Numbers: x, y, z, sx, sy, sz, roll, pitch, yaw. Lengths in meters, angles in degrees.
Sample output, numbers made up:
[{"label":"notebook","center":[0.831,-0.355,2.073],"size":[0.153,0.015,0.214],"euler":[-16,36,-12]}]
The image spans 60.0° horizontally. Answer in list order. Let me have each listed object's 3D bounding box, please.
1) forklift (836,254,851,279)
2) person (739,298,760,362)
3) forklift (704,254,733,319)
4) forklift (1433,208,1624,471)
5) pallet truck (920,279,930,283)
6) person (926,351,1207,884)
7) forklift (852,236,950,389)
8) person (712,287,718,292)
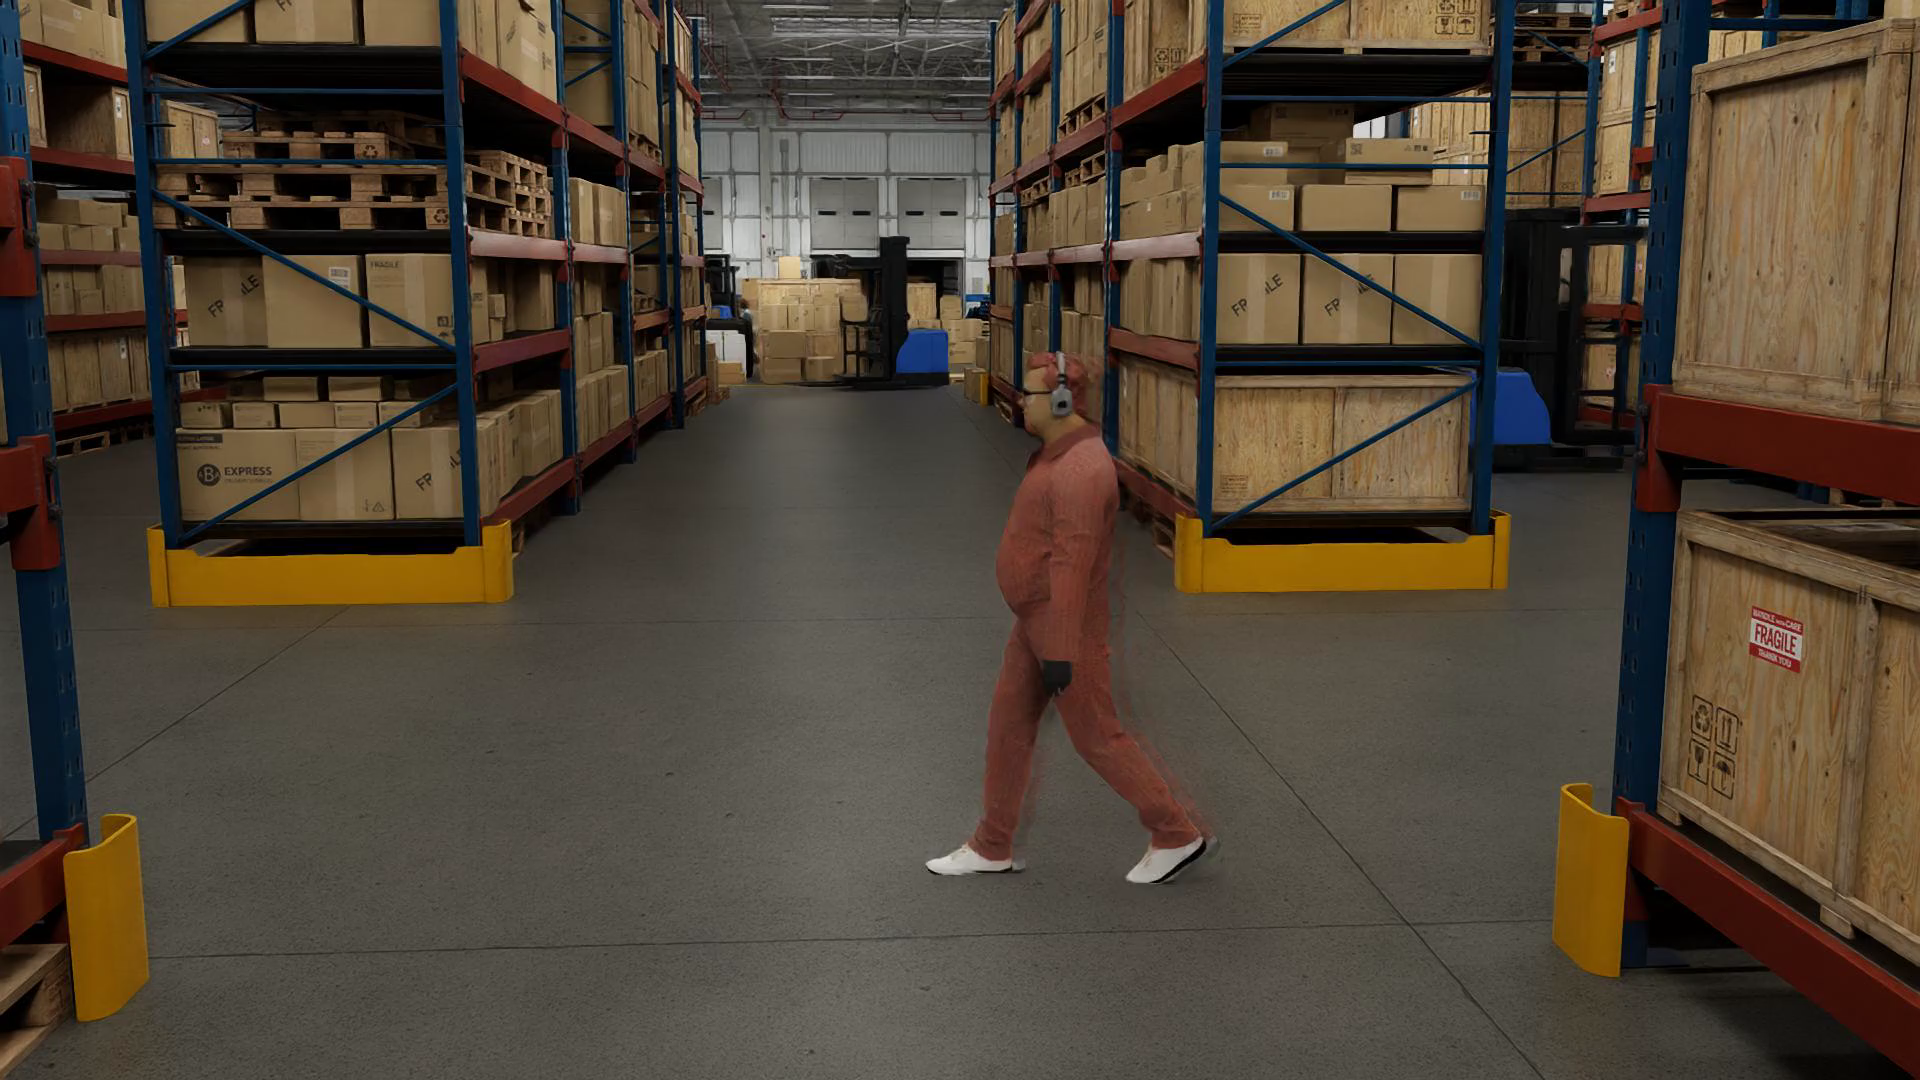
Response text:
[{"label":"forklift","center":[-3.979,-8.299,56.443],"size":[1.873,2.768,1.129],"euler":[0,9,3]},{"label":"person","center":[-4.700,-4.567,36.973],"size":[0.668,1.620,0.523],"euler":[-2,9,-15]},{"label":"forklift","center":[-8.207,-8.253,56.154],"size":[1.129,2.768,1.873],"euler":[1,9,9]},{"label":"forklift","center":[6.153,-2.197,18.124],"size":[1.873,2.768,1.129],"euler":[-1,9,-4]},{"label":"pallet truck","center":[-0.932,-8.922,63.114],"size":[1.885,1.965,0.823],"euler":[2,9,13]},{"label":"person","center":[0.403,0.282,5.734],"size":[0.959,1.871,0.653],"euler":[-1,9,-4]},{"label":"forklift","center":[-1.214,-4.246,30.991],"size":[1.873,2.768,1.129],"euler":[-3,9,-17]},{"label":"person","center":[-9.110,-8.605,62.067],"size":[0.541,1.695,0.316],"euler":[1,9,7]}]
